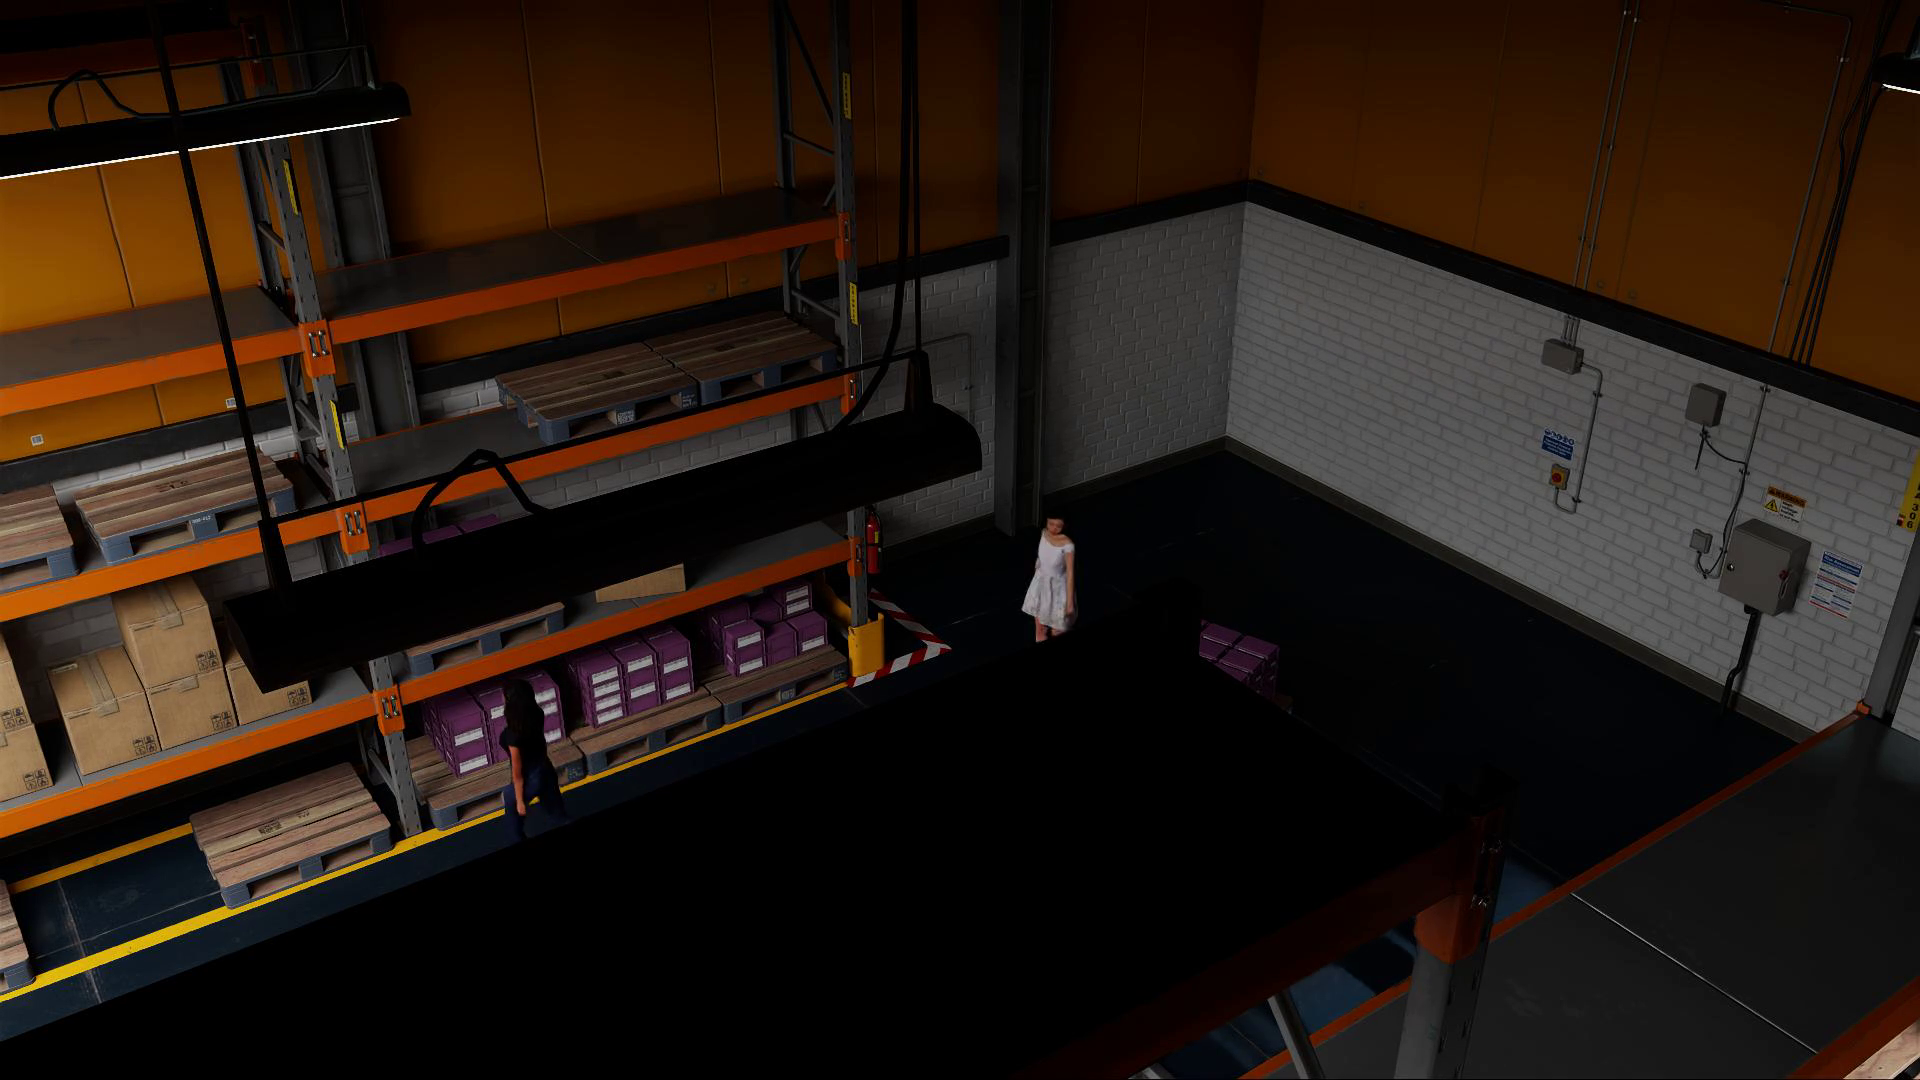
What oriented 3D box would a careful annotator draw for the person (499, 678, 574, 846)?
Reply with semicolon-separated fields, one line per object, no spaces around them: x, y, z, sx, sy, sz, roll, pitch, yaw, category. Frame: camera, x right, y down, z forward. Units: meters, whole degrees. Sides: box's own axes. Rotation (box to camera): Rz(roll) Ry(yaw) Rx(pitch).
-2.916;1.736;11.669;1.053;1.706;1.130;11;31;20;person

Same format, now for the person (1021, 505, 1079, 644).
0.868;0.457;13.965;0.943;1.752;0.649;-14;32;-24;person
